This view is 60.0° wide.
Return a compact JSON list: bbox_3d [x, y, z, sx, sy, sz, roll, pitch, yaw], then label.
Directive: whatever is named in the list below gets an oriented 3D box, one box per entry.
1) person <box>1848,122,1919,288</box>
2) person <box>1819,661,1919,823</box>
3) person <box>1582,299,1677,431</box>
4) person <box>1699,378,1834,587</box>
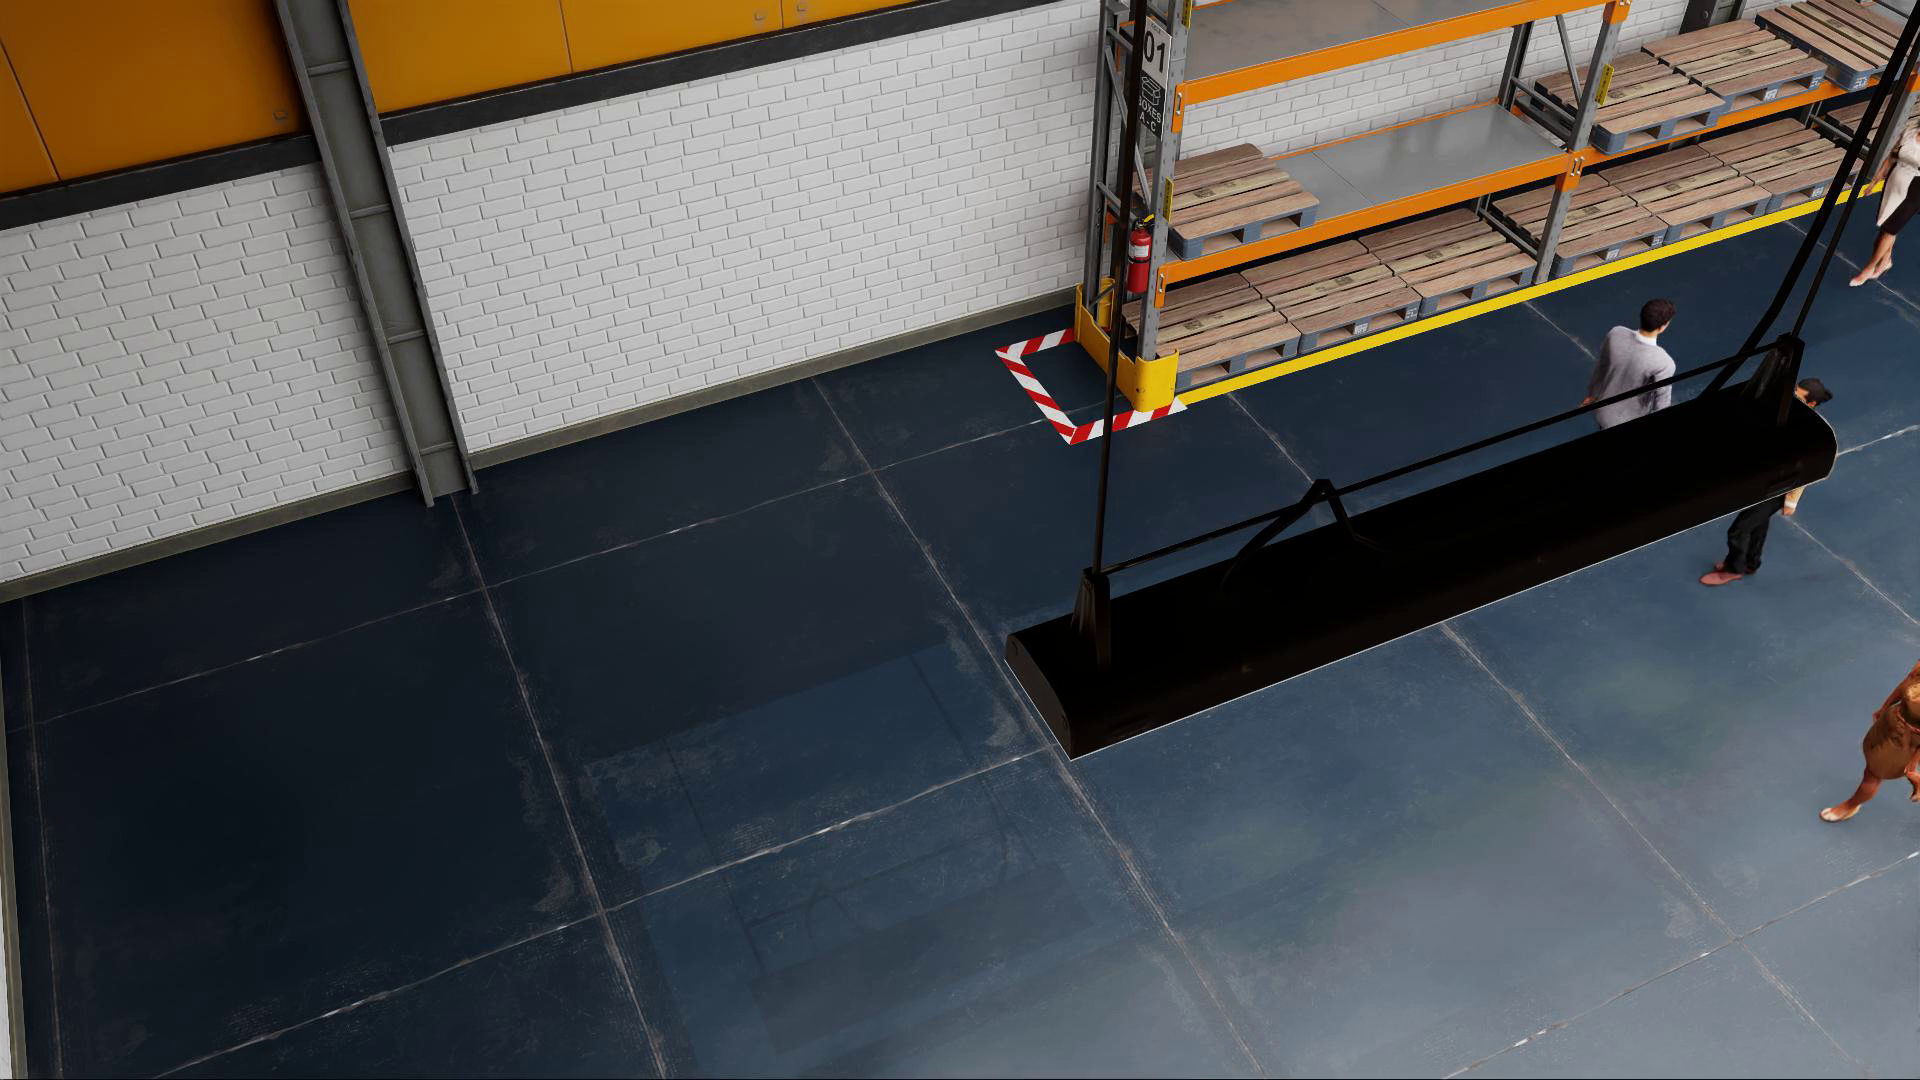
[{"bbox_3d":[8.059,-2.951,14.080,0.716,1.735,0.644,-15,46,-15],"label":"person"},{"bbox_3d":[5.638,1.179,9.805,0.982,1.653,0.848,5,44,5],"label":"person"},{"bbox_3d":[4.616,-0.873,11.772,0.681,1.910,0.728,-19,47,-19],"label":"person"},{"bbox_3d":[5.642,-0.393,11.392,0.836,1.740,0.797,-1,44,-1],"label":"person"}]
